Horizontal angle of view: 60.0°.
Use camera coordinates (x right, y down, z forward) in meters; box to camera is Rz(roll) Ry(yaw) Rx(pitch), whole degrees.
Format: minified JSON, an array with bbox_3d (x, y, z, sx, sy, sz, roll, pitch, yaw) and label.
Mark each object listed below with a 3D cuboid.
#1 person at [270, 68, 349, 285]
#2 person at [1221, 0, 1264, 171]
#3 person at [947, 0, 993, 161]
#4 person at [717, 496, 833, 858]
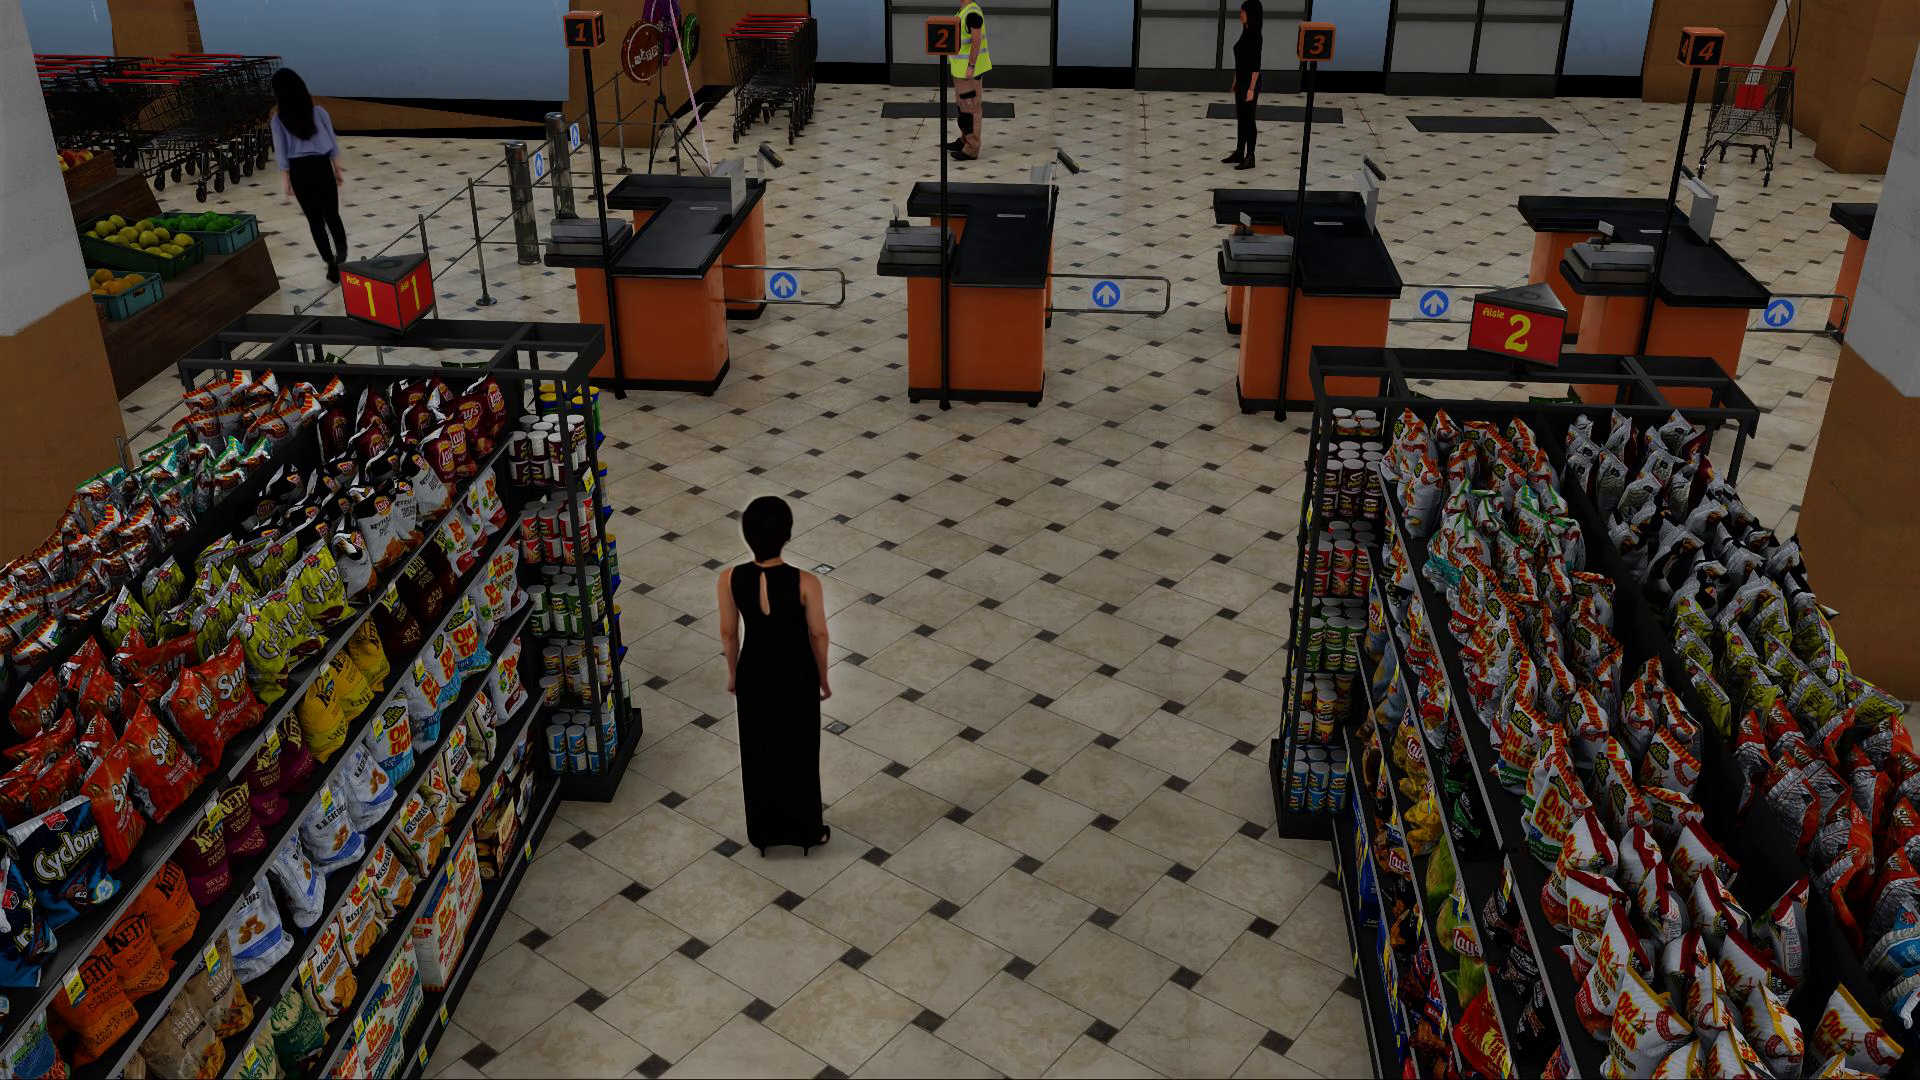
[{"bbox_3d":[-5.095,-2.806,13.104,0.903,1.722,0.985,-15,30,-26],"label":"person"},{"bbox_3d":[2.890,-4.575,16.680,0.695,1.642,0.559,-8,28,-16],"label":"person"},{"bbox_3d":[0.066,-4.842,16.980,0.836,1.847,0.743,-5,27,-9],"label":"person"},{"bbox_3d":[-0.728,0.566,6.585,0.568,1.604,0.488,2,27,4],"label":"person"}]
